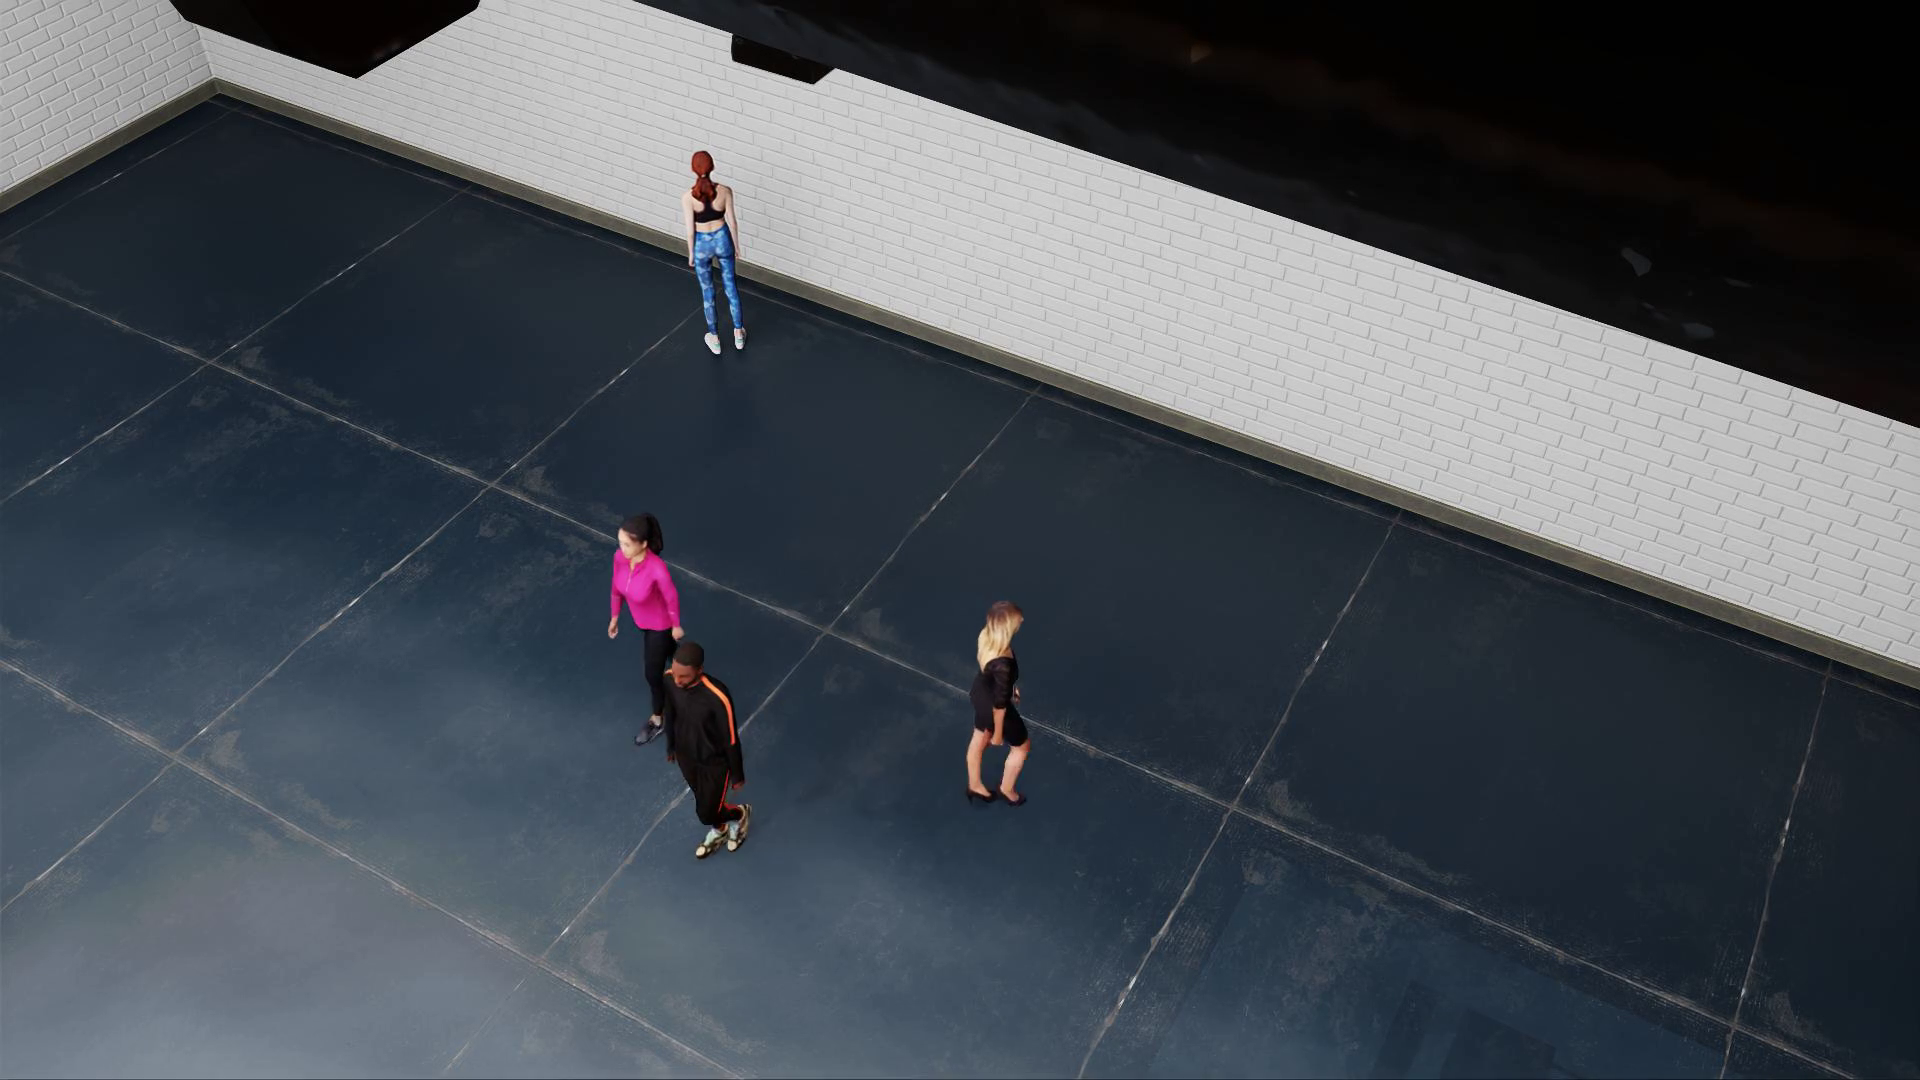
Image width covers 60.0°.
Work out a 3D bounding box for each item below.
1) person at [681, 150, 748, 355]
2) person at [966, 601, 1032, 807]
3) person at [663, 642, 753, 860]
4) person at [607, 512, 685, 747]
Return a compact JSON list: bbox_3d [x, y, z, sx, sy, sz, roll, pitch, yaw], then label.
[{"bbox_3d":[-1.947,-2.267,13.116,0.668,1.784,0.735,-13,45,-13],"label":"person"},{"bbox_3d":[0.118,1.001,9.768,0.758,1.660,0.699,-11,45,-11],"label":"person"},{"bbox_3d":[-1.389,1.165,9.496,0.670,1.797,0.678,26,49,25],"label":"person"},{"bbox_3d":[-1.843,0.440,10.354,0.678,1.674,0.926,31,52,28],"label":"person"}]
